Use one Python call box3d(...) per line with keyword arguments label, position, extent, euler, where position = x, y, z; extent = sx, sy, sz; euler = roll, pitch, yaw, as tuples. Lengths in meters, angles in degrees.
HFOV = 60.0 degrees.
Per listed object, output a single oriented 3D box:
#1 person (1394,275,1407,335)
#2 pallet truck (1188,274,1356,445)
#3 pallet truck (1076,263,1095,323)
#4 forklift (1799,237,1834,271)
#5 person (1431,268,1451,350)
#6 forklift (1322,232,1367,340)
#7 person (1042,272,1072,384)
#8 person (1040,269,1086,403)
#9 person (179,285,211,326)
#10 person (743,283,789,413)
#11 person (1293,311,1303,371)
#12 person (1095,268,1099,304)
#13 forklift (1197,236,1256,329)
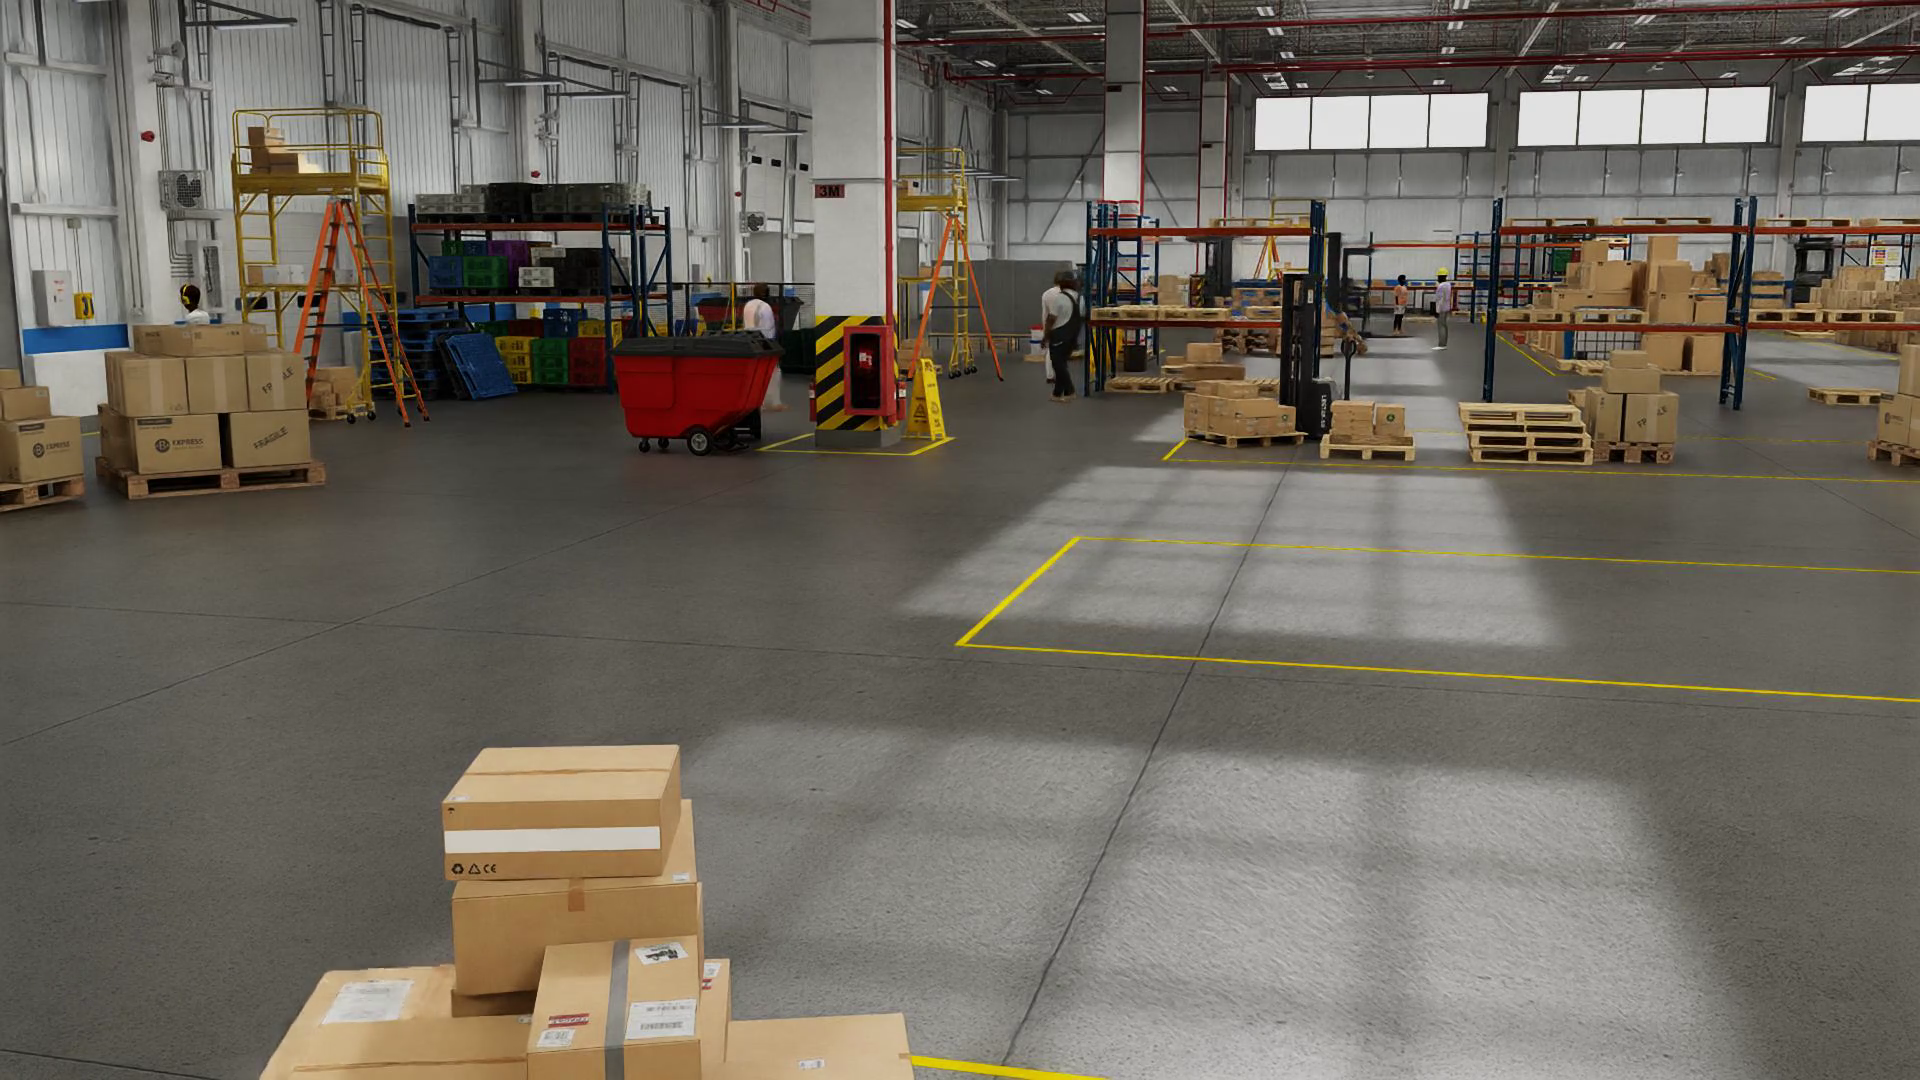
box3d(label="person", position=(12.435, -6.632, 46.935), extent=(0.317, 1.696, 0.538), euler=(9, 13, 42))
box3d(label="pallet truck", position=(3.653, -2.138, 19.590), extent=(1.885, 1.965, 0.823), euler=(-4, 10, -20))
box3d(label="pallet truck", position=(4.325, -8.180, 55.162), extent=(0.823, 1.965, 1.885), euler=(6, 11, 31))
box3d(label="forklift", position=(27.513, -8.352, 53.577), extent=(1.129, 2.768, 1.873), euler=(7, 12, 34))
box3d(label="person", position=(11.371, -5.447, 39.273), extent=(0.367, 1.926, 0.594), euler=(7, 12, 34))
box3d(label="forklift", position=(9.776, -6.672, 43.688), extent=(1.873, 2.768, 1.129), euler=(2, 10, 14))
box3d(label="person", position=(1.711, -3.648, 28.686), extent=(0.631, 1.931, 0.365), euler=(5, 11, 25))
box3d(label="person", position=(1.542, -3.076, 24.982), extent=(0.610, 2.000, 0.736), euler=(8, 13, 40))
box3d(label="person", position=(-8.818, -2.012, 19.246), extent=(0.329, 1.865, 0.518), euler=(-1, 10, -5))
box3d(label="person", position=(-2.703, -2.686, 23.323), extent=(0.728, 1.818, 0.661), euler=(-8, 12, -39))
box3d(label="person", position=(6.614, -4.096, 31.900), extent=(0.336, 1.734, 0.487), euler=(6, 12, 33))
box3d(label="person", position=(3.633, -5.912, 42.063), extent=(0.642, 1.912, 0.552), euler=(-4, 10, -22))
box3d(label="forklift", position=(7.993, -7.854, 50.650), extent=(1.873, 2.768, 1.129), euler=(-2, 10, -12))
